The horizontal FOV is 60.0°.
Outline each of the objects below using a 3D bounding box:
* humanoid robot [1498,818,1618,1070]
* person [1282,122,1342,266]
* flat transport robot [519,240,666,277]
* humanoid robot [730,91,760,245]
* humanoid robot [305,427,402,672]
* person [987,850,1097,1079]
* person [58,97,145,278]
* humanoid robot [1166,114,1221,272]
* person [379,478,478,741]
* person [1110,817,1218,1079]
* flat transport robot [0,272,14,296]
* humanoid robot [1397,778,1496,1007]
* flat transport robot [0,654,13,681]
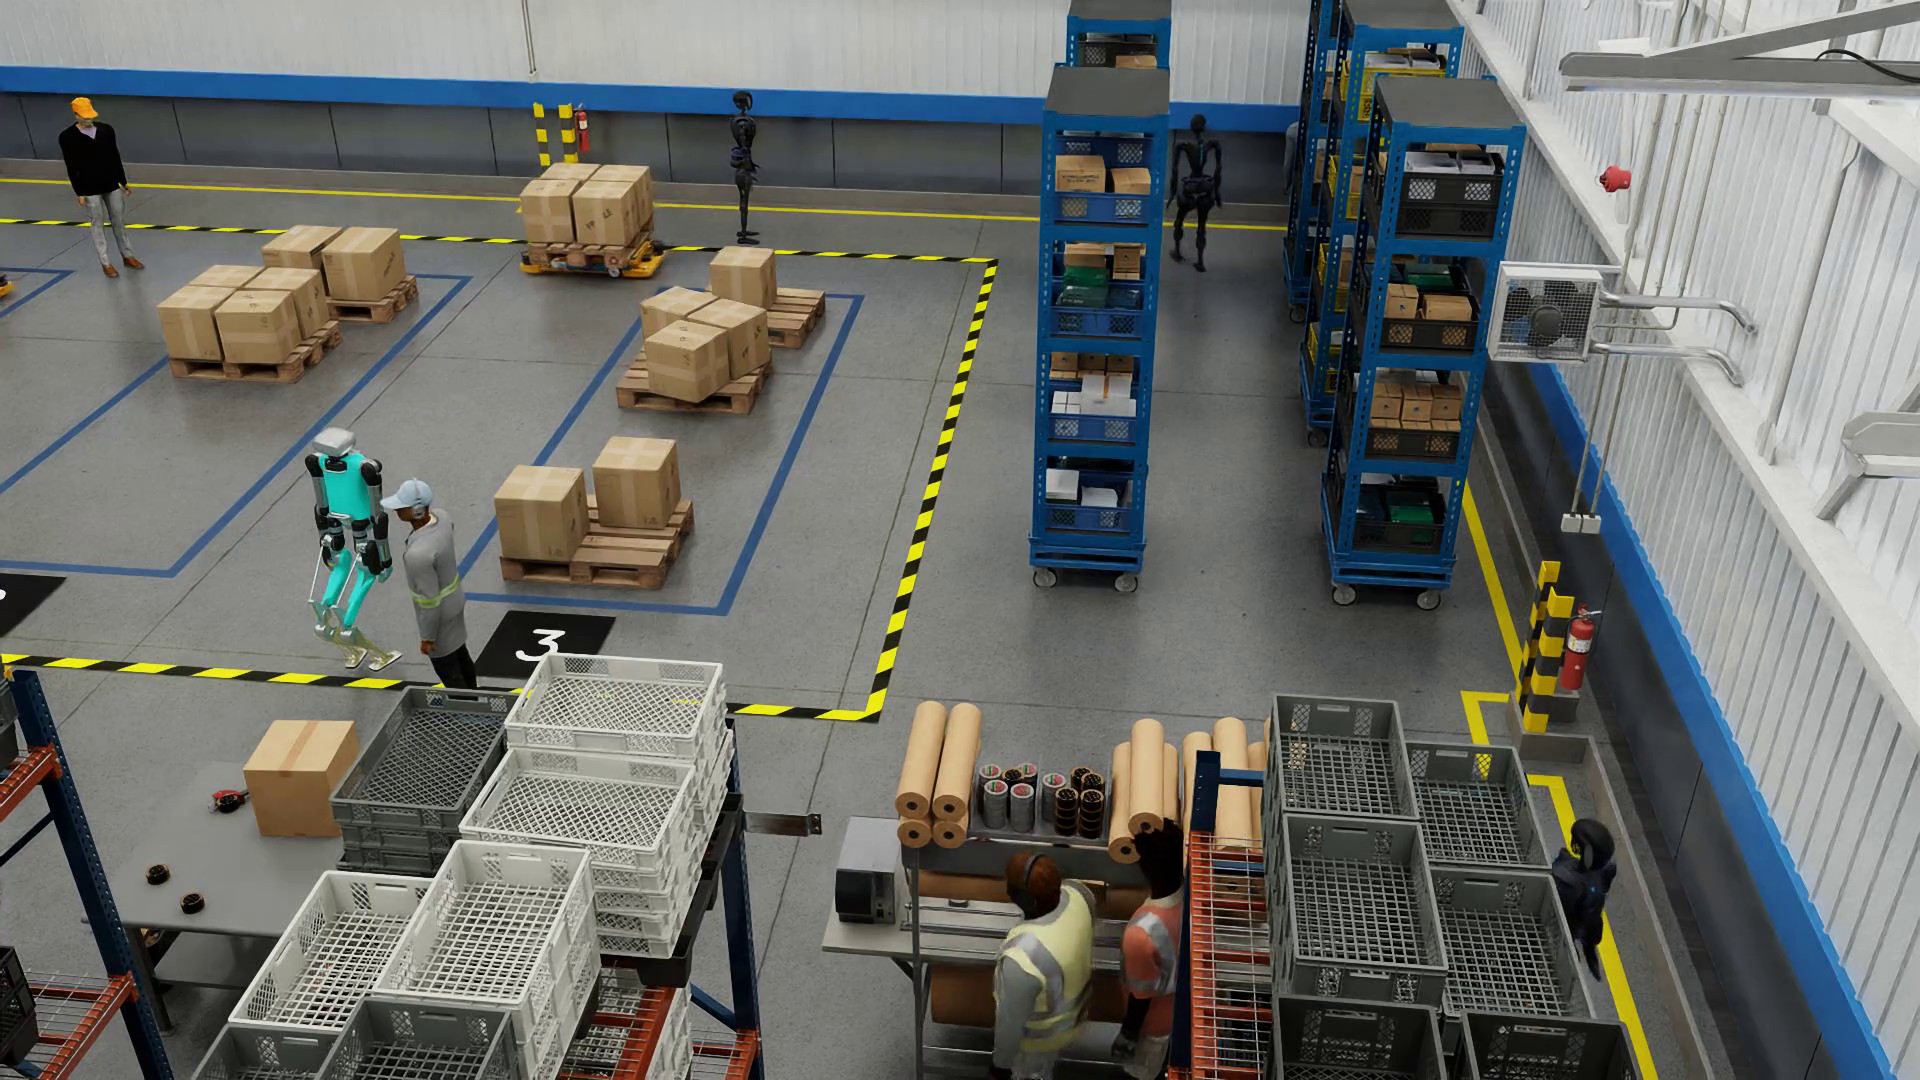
[{"bbox_3d":[2.762,1.966,7.900,0.599,1.645,0.406,-14,33,-23],"label":"humanoid robot"},{"bbox_3d":[3.686,-3.746,17.449,0.630,1.940,0.373,2,30,3],"label":"person"},{"bbox_3d":[-3.950,-3.065,17.910,1.431,0.197,0.652,3,30,6],"label":"flat transport robot"},{"bbox_3d":[-2.366,-4.123,18.342,0.315,1.655,0.599,-2,30,-3],"label":"humanoid robot"},{"bbox_3d":[-4.048,0.147,10.828,0.533,1.677,0.735,9,31,15],"label":"humanoid robot"},{"bbox_3d":[0.333,2.133,7.454,0.474,1.829,0.662,16,34,26],"label":"person"},{"bbox_3d":[-9.009,-3.709,17.444,0.376,1.880,0.584,21,36,31],"label":"person"},{"bbox_3d":[2.483,-3.709,17.652,0.598,1.638,0.604,-7,31,-11],"label":"humanoid robot"},{"bbox_3d":[-3.271,0.440,10.344,0.378,1.852,0.596,-2,30,-3],"label":"person"},{"bbox_3d":[0.882,2.048,7.477,0.386,1.958,0.601,22,37,32],"label":"person"},{"bbox_3d":[-10.603,-2.582,17.080,1.431,0.197,0.652,3,30,6],"label":"flat transport robot"},{"bbox_3d":[2.376,1.857,8.081,0.608,1.655,0.363,17,34,26],"label":"humanoid robot"},{"bbox_3d":[-7.142,0.969,11.010,1.431,0.231,0.659,3,30,6],"label":"flat transport robot"}]
